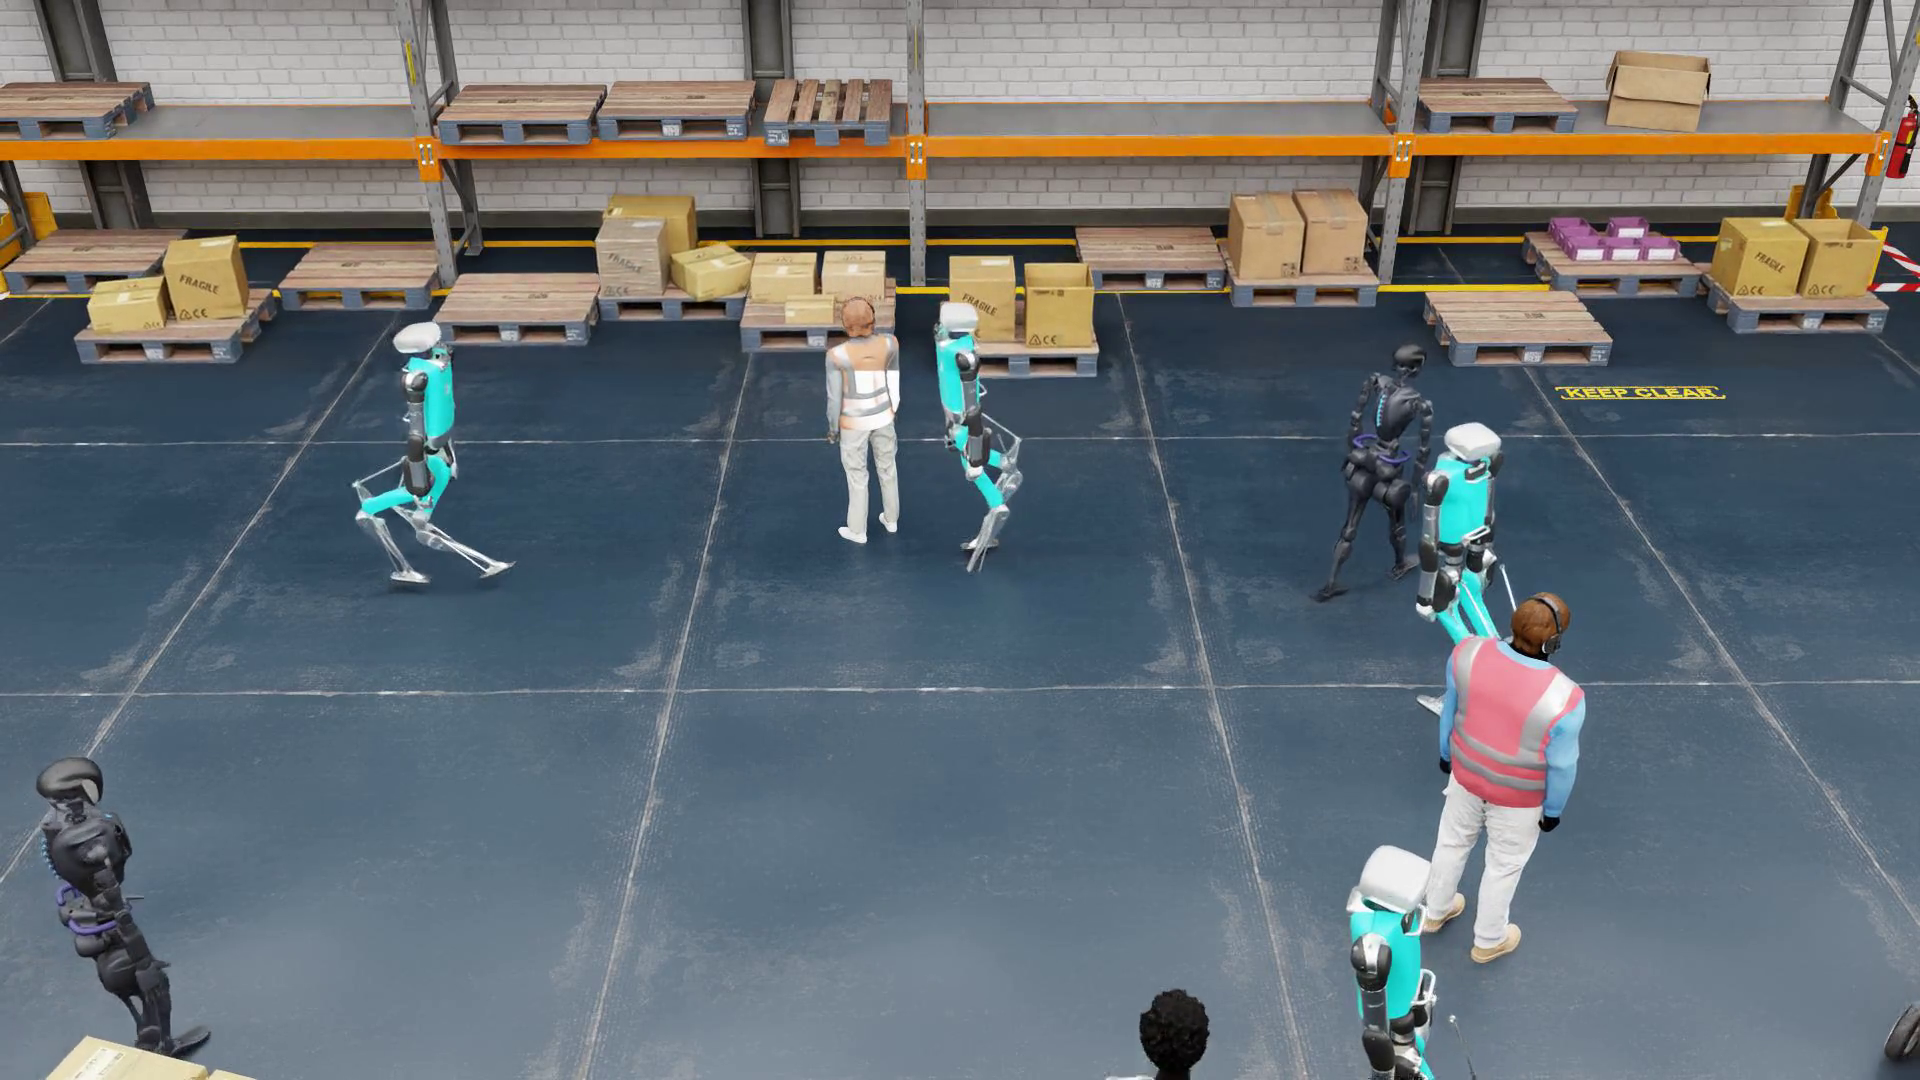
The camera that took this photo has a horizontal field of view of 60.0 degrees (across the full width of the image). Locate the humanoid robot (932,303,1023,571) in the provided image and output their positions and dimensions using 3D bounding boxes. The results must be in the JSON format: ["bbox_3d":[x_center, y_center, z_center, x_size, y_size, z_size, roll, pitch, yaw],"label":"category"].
[{"bbox_3d":[0.199,-0.580,10.016,0.728,1.846,0.561,-10,32,-16],"label":"humanoid robot"}]

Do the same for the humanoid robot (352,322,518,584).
[{"bbox_3d":[-3.184,-0.434,9.706,1.040,1.732,0.552,3,31,5],"label":"humanoid robot"}]

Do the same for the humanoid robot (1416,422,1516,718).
[{"bbox_3d":[2.723,0.350,8.442,0.550,1.807,0.907,-21,37,-31],"label":"humanoid robot"}]

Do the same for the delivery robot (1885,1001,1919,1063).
[{"bbox_3d":[4.254,1.971,6.864,0.796,0.606,0.499,-23,38,-33],"label":"delivery robot"}]

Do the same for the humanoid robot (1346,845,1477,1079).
[{"bbox_3d":[1.749,1.873,5.886,0.955,1.741,0.552,12,33,19],"label":"humanoid robot"}]

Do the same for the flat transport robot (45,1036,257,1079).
[{"bbox_3d":[-2.738,2.792,5.763,1.431,0.231,0.659,8,32,14],"label":"flat transport robot"}]

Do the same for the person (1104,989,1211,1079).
[{"bbox_3d":[0.681,2.148,5.452,0.541,1.676,0.371,3,31,5],"label":"person"}]

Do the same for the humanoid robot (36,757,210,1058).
[{"bbox_3d":[-3.334,1.522,6.507,0.468,1.644,0.590,-23,38,-33],"label":"humanoid robot"}]

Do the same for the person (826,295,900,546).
[{"bbox_3d":[-0.591,-0.731,10.297,0.514,1.636,0.313,-17,35,-26],"label":"person"}]

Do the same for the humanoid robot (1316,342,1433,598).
[{"bbox_3d":[2.487,-0.428,9.808,0.792,1.630,0.612,-22,37,-31],"label":"humanoid robot"}]

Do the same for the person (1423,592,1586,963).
[{"bbox_3d":[2.346,1.022,7.196,0.431,1.837,0.630,-26,39,-36],"label":"person"}]
